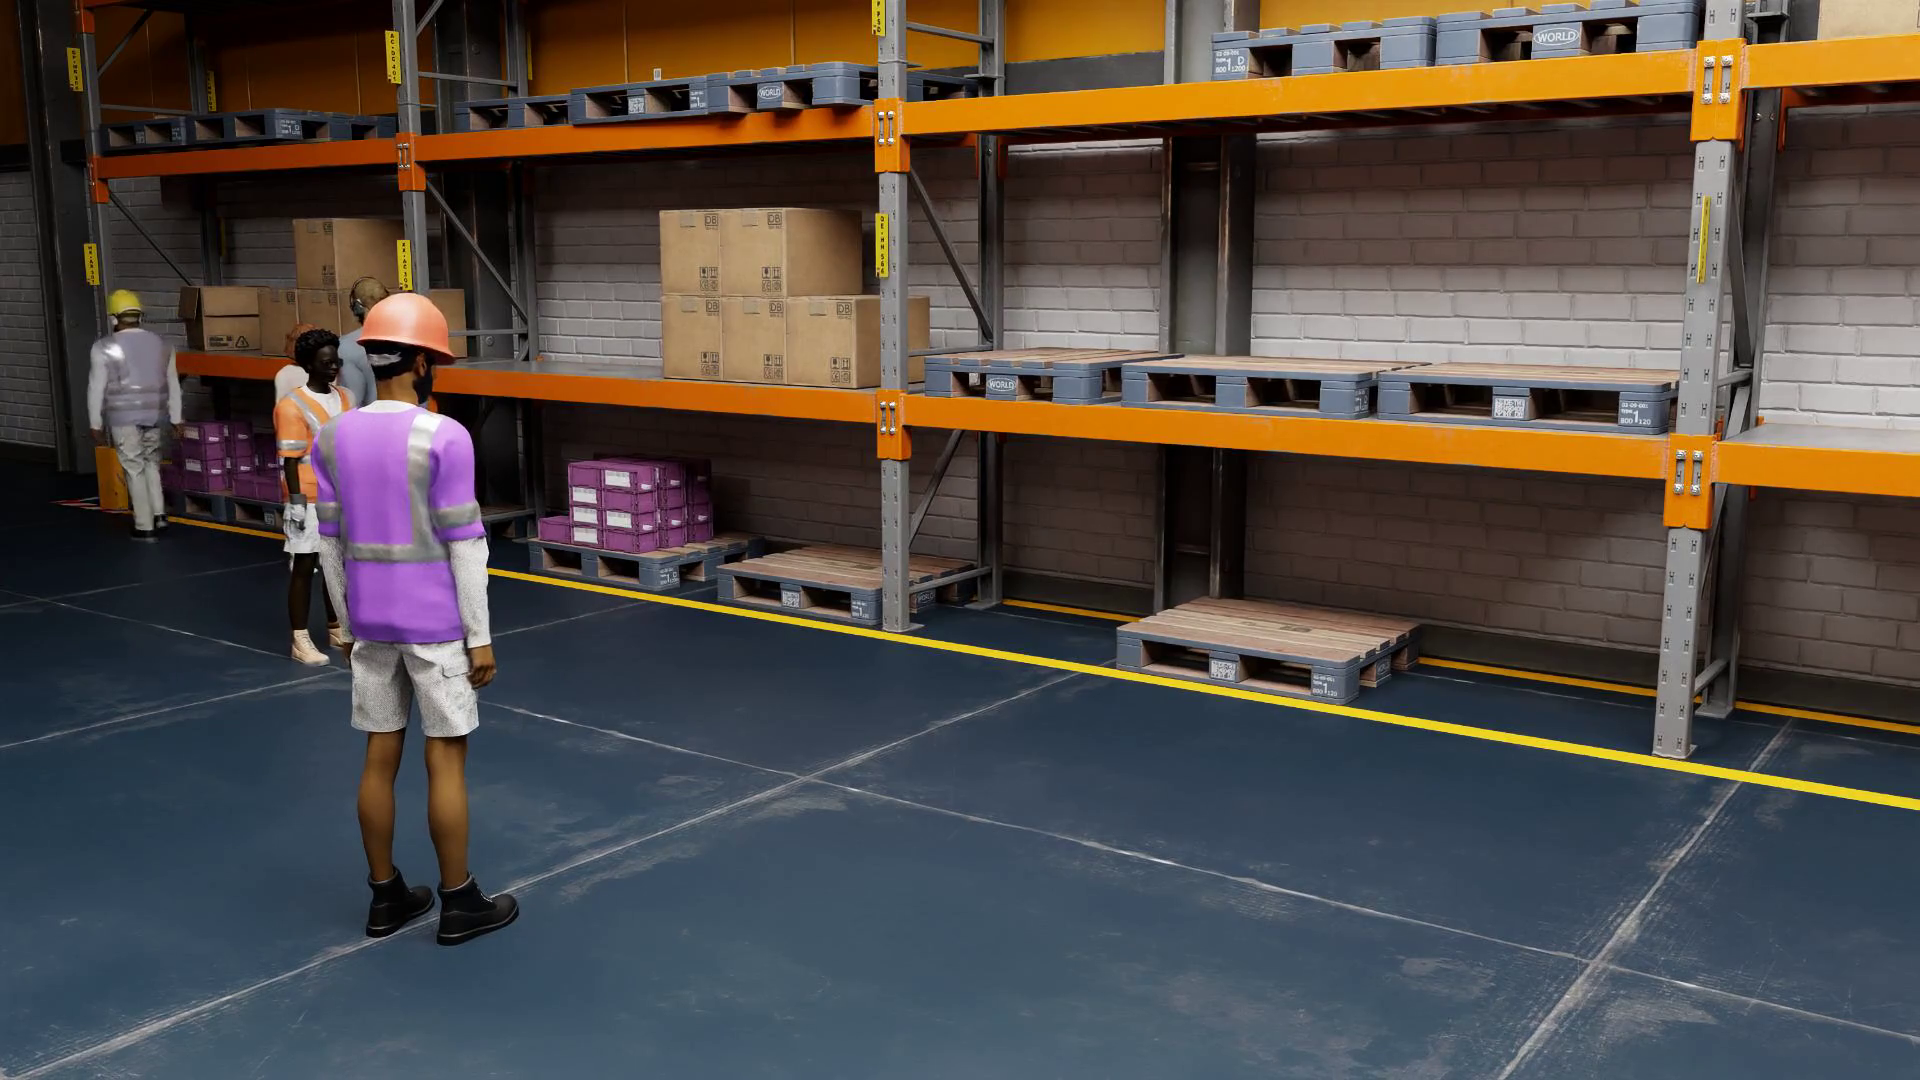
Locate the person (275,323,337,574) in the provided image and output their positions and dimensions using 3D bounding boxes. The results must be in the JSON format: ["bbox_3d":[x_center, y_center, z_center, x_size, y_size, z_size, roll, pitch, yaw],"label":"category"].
[{"bbox_3d":[-4.219,-0.594,10.822,0.281,1.626,0.499,4,10,23],"label":"person"}]

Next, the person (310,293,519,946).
[{"bbox_3d":[-1.614,0.241,4.941,0.543,1.928,0.372,3,10,18],"label":"person"}]

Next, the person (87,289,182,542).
[{"bbox_3d":[-5.946,-0.884,11.964,0.461,1.815,0.623,7,12,35],"label":"person"}]

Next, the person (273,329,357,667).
[{"bbox_3d":[-3.212,-0.215,8.378,0.322,1.690,0.536,3,10,20],"label":"person"}]

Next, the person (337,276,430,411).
[{"bbox_3d":[-3.317,-0.540,9.581,0.373,1.933,0.627,6,11,31],"label":"person"}]
